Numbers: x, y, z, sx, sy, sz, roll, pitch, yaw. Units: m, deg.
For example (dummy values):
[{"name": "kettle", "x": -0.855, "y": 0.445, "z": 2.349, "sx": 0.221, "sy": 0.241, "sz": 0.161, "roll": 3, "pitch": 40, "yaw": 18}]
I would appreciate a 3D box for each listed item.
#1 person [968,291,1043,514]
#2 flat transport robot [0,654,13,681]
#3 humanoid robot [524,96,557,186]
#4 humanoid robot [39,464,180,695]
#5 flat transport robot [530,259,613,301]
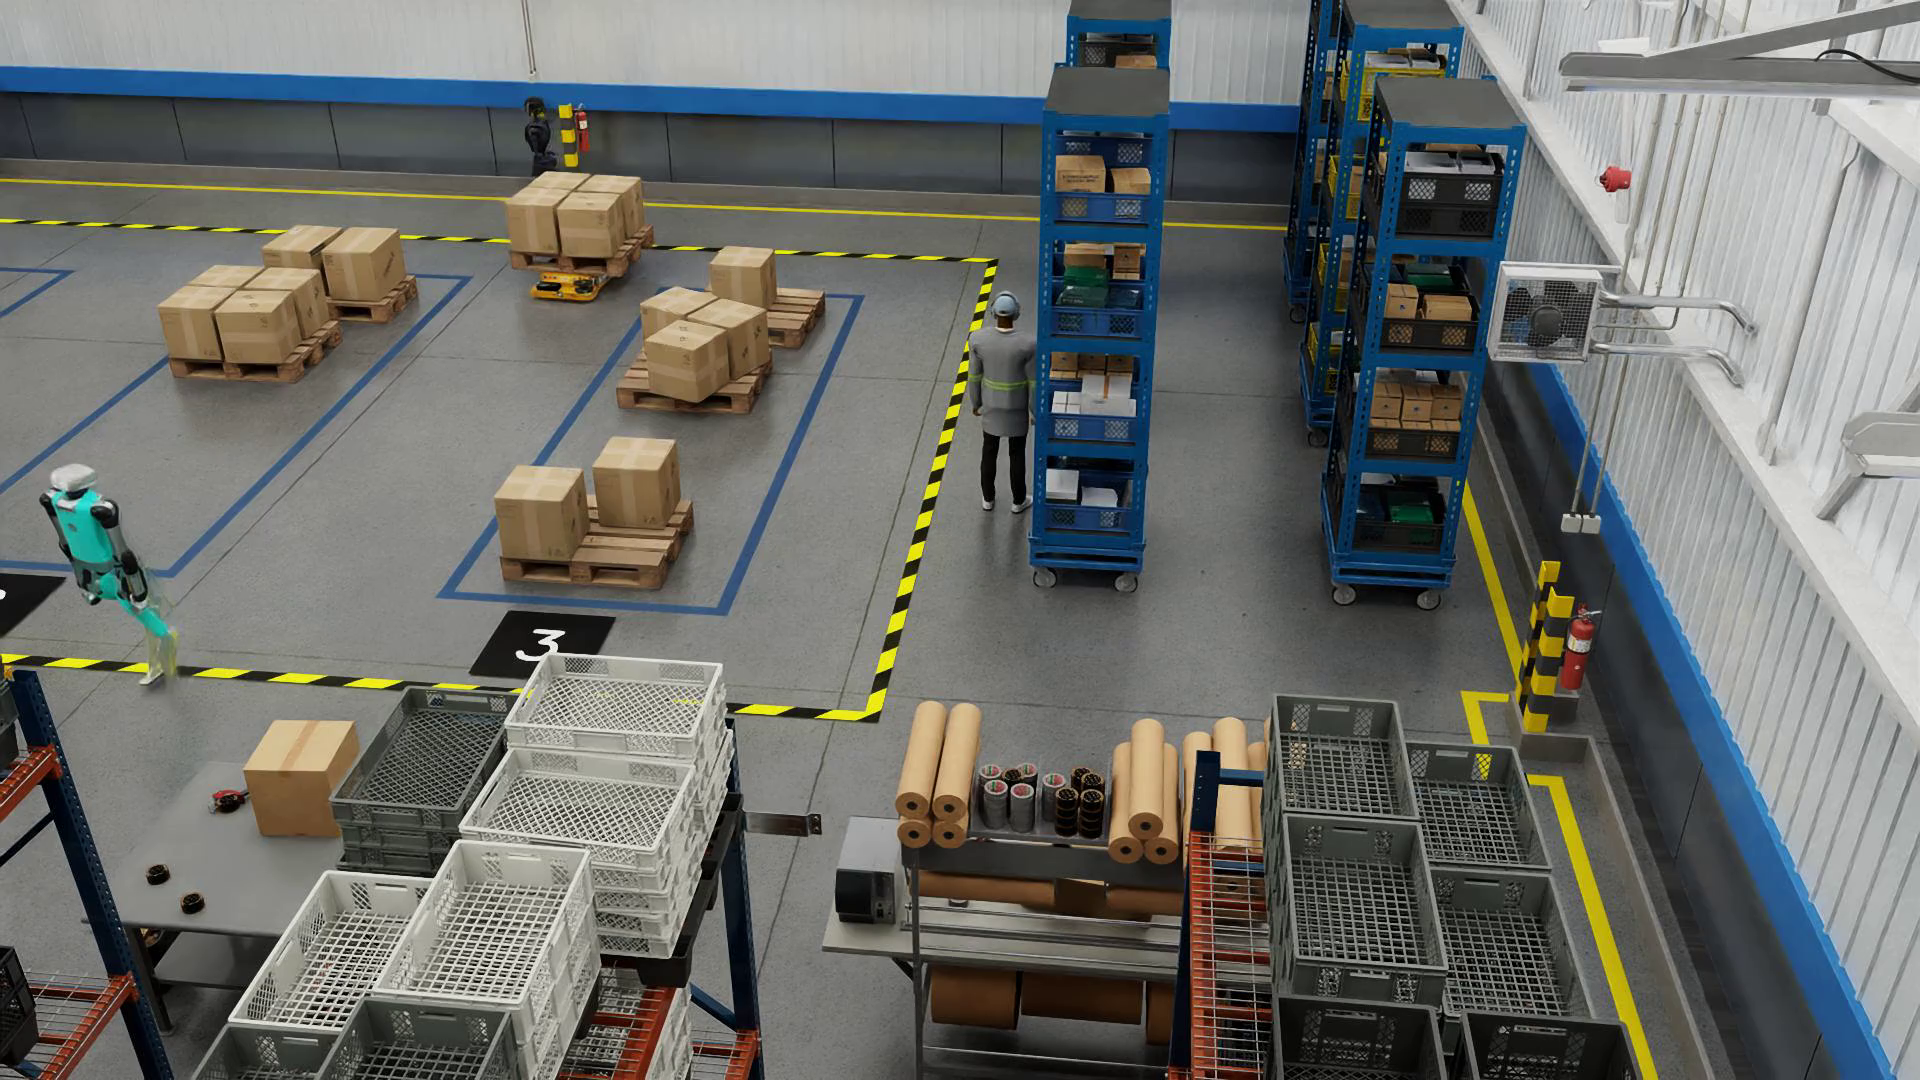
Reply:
[{"name": "person", "x": 0.357, "y": -1.068, "z": 12.933, "sx": 0.588, "sy": 1.852, "sz": 0.371, "roll": 8, "pitch": 31, "yaw": 13}, {"name": "flat transport robot", "x": -7.142, "y": 0.969, "z": 11.010, "sx": 1.431, "sy": 0.231, "sz": 0.659, "roll": 3, "pitch": 30, "yaw": 6}, {"name": "humanoid robot", "x": -4.521, "y": -4.053, "z": 18.237, "sx": 0.522, "sy": 1.641, "sz": 0.602, "roll": -2, "pitch": 30, "yaw": -3}, {"name": "humanoid robot", "x": -5.387, "y": 0.260, "z": 10.858, "sx": 0.535, "sy": 1.870, "sz": 0.733, "roll": 10, "pitch": 32, "yaw": 16}, {"name": "flat transport robot", "x": -3.976, "y": -2.906, "z": 17.637, "sx": 0.652, "sy": 0.197, "sz": 1.431, "roll": 5, "pitch": 31, "yaw": 9}]
